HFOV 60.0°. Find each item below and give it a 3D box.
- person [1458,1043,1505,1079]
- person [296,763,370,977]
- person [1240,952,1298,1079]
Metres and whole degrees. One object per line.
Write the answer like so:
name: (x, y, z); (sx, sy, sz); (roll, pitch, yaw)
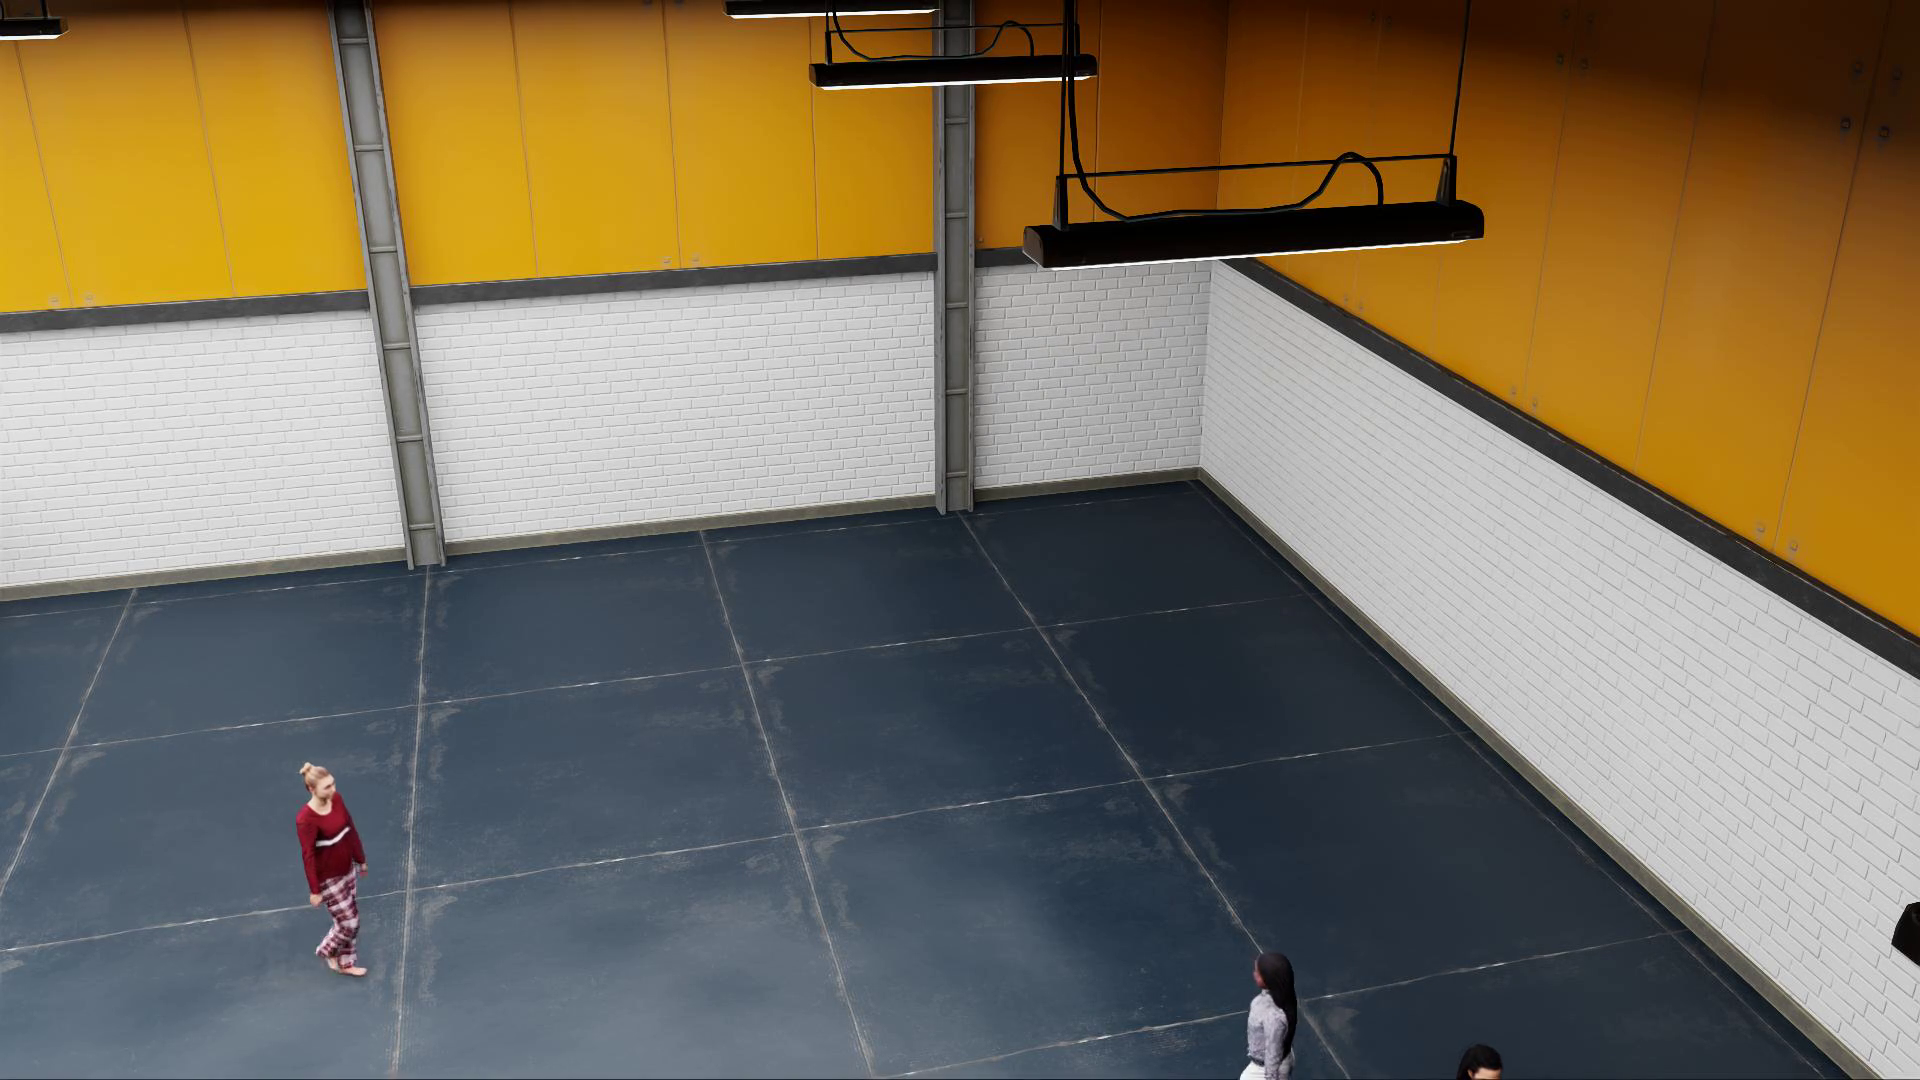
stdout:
person: (2.696, 3.402, 8.920); (0.525, 1.732, 0.718); (-11, 26, -24)
person: (-4.398, 2.292, 11.507); (0.793, 1.694, 0.766); (6, 24, 13)
person: (1.873, 3.111, 9.635); (1.238, 1.692, 1.061); (8, 25, 18)
